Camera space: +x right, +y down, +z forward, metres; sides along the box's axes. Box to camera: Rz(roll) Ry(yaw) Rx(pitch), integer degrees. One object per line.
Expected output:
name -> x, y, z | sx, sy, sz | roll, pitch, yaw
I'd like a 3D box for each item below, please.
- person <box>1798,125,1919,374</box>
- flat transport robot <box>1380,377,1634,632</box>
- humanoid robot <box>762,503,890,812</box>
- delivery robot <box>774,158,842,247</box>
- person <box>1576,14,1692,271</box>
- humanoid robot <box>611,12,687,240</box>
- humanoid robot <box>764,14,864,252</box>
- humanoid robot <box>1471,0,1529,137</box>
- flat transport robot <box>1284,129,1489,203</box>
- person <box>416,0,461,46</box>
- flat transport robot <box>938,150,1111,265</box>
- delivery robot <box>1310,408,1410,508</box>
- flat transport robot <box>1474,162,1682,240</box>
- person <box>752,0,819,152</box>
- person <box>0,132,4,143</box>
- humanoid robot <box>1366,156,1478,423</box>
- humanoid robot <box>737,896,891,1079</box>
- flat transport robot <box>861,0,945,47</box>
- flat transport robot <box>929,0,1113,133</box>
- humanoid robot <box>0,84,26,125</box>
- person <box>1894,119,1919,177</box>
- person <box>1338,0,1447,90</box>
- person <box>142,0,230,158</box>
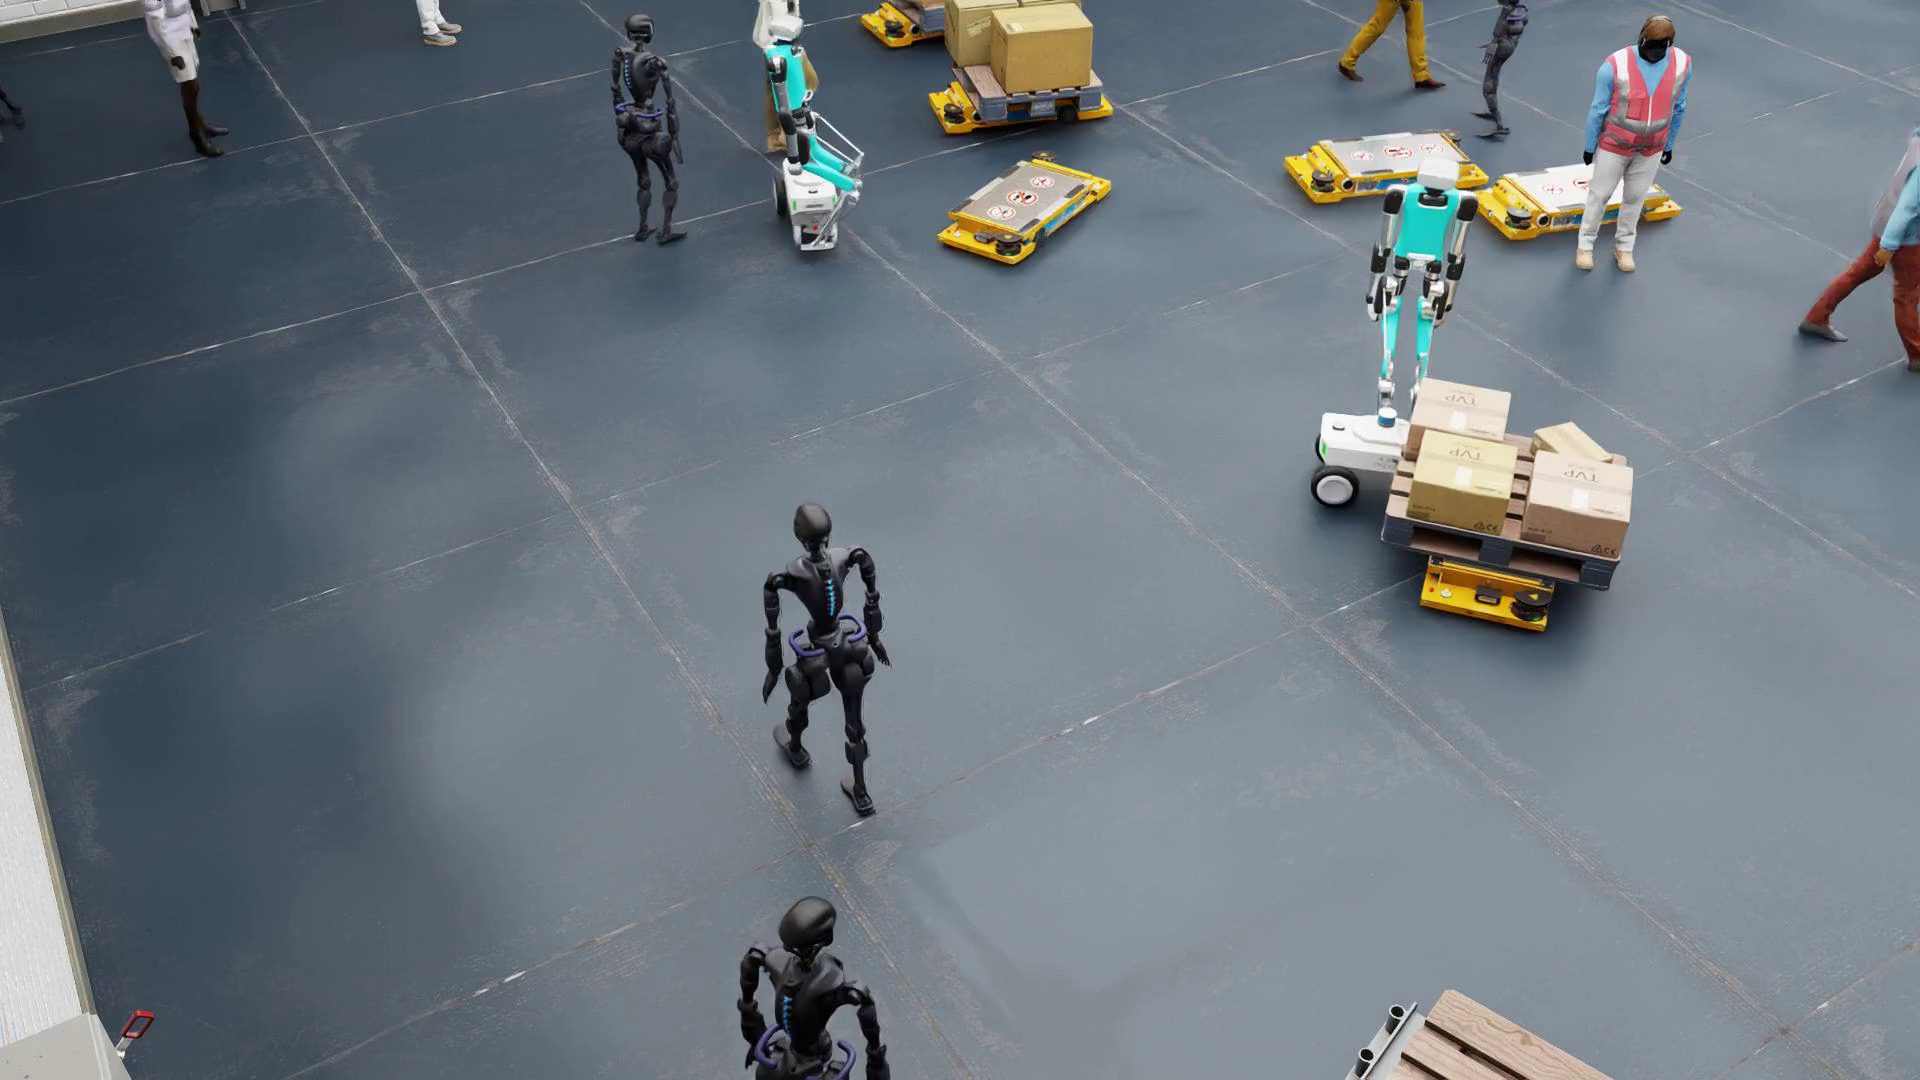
person -> 6.050, -1.952, 10.504 | 0.977, 1.824, 0.549 | 18, 42, 21
flat transport robot -> 3.023, -0.050, 9.355 | 0.659, 0.231, 1.431 | 13, 40, 15
humanoid robot -> -0.632, 0.484, 7.562 | 0.615, 1.633, 0.692 | -19, 42, -22
delivery robot -> -1.104, -2.551, 12.271 | 0.499, 0.583, 0.767 | -6, 39, -8
person -> 4.621, -2.733, 11.487 | 0.638, 1.830, 0.429 | 1, 38, 1
humanoid robot -> -2.245, -2.926, 11.861 | 0.609, 1.648, 0.356 | 21, 43, 25
humanoid robot -> -0.943, -2.798, 11.533 | 0.735, 1.677, 0.533 | 3, 39, 4
humanoid robot -> 4.387, -4.070, 13.298 | 0.393, 1.637, 0.609 | 15, 41, 18
flat transport robot -> 3.326, -2.915, 12.970 | 1.431, 0.231, 0.659 | -8, 39, -10
person -> -4.784, -5.365, 14.762 | 0.343, 1.882, 0.586 | -2, 38, -2
flat transport robot -> 0.499, -2.498, 12.444 | 0.659, 0.231, 1.431 | 22, 43, 26
delivery robot -> 2.415, -0.501, 9.704 | 0.780, 0.608, 0.521 | 8, 39, 10
flat transport robot -> 4.637, -2.570, 12.535 | 1.431, 0.231, 0.659 | -10, 39, -12
person -> -1.371, -3.856, 12.956 | 0.484, 1.744, 0.540 | -12, 40, -14
person -> -7.974, -3.984, 13.049 | 0.388, 1.847, 0.564 | -26, 45, -29
humanoid robot -> 2.659, -1.294, 9.794 | 0.544, 1.864, 0.677 | 5, 39, 7
humanoid robot -> -0.546, 1.914, 5.767 | 0.611, 1.631, 0.697 | 16, 41, 19
flat transport robot -> -0.139, -4.892, 15.464 | 1.431, 0.231, 0.659 | -17, 42, -21
flat transport robot -> 0.505, -3.693, 13.952 | 1.431, 0.231, 0.659 | -9, 39, -11
humanoid robot -> -8.043, -4.083, 13.309 | 0.604, 1.633, 0.425 | 1, 38, 2
person -> 7.317, -3.138, 12.161 | 0.636, 1.615, 0.526 | 30, 47, 32
person -> 3.733, -4.651, 14.006 | 0.932, 1.696, 0.564 | 21, 43, 24
person -> -6.107, -3.931, 12.950 | 0.440, 1.894, 0.610 | 0, 38, 0
